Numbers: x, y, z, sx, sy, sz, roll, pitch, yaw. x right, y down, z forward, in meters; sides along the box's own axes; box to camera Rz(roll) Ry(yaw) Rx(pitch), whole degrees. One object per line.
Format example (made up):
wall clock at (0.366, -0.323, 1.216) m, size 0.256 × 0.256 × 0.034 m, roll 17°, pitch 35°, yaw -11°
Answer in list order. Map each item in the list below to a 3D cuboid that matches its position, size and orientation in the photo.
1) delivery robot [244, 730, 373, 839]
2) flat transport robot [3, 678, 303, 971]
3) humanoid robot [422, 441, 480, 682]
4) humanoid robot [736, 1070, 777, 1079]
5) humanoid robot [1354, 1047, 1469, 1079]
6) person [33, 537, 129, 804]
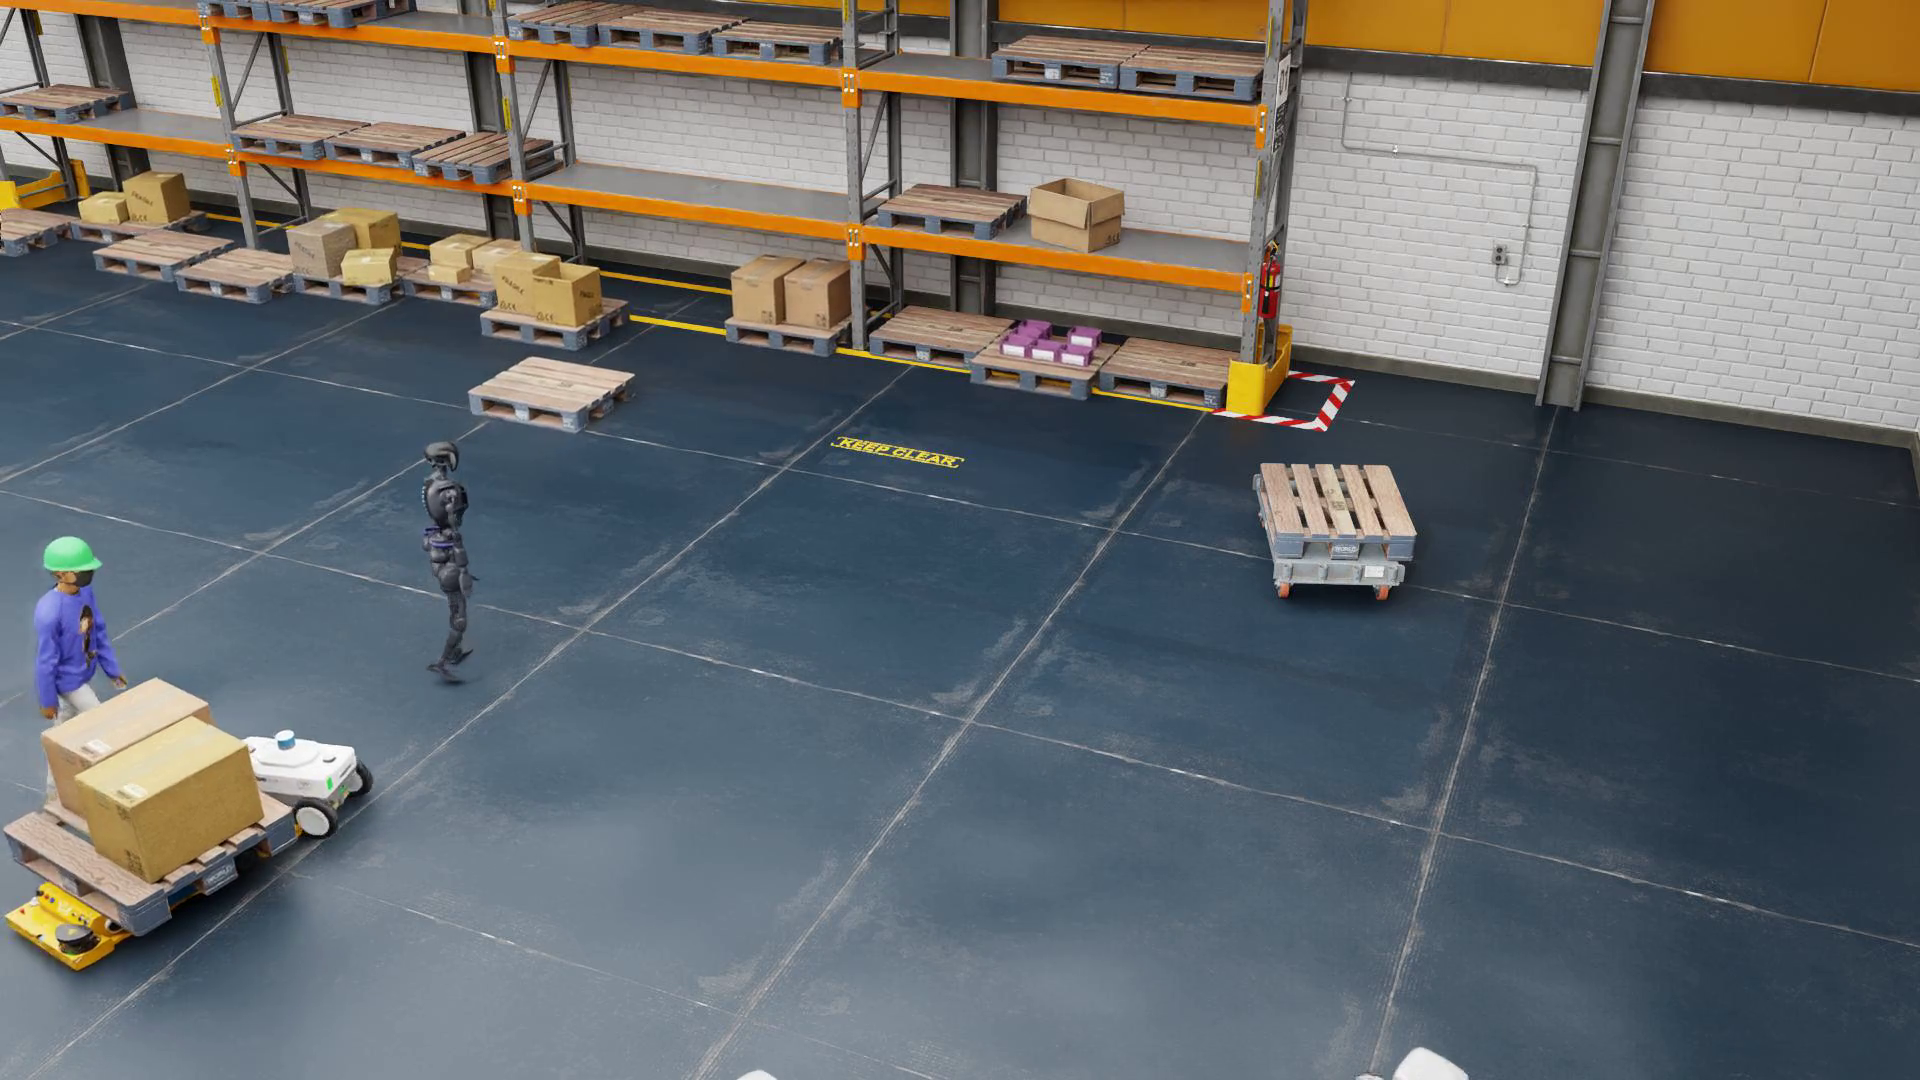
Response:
delivery robot at (-3.932, 1.414, 9.885) m, size 0.775 × 0.601 × 0.499 m, roll 5°, pitch 28°, yaw 9°
flat transport robot at (-4.508, 1.838, 9.367) m, size 0.659 × 0.231 × 1.431 m, roll 17°, pitch 32°, yaw 29°
humanoid robot at (-3.479, 0.129, 11.152) m, size 0.467 × 1.648 × 0.608 m, roll -14°, pitch 30°, yaw -25°
humanoid robot at (-0.474, 2.566, 6.371) m, size 0.558 × 1.770 × 0.963 m, roll 20°, pitch 33°, yaw 33°
humanoid robot at (1.484, 2.782, 6.031) m, size 0.548 × 1.858 × 0.852 m, roll 16°, pitch 31°, yaw 27°
person at (-5.076, 0.805, 9.695) m, size 0.940 × 1.810 × 0.460 m, roll -2°, pitch 27°, yaw -4°
